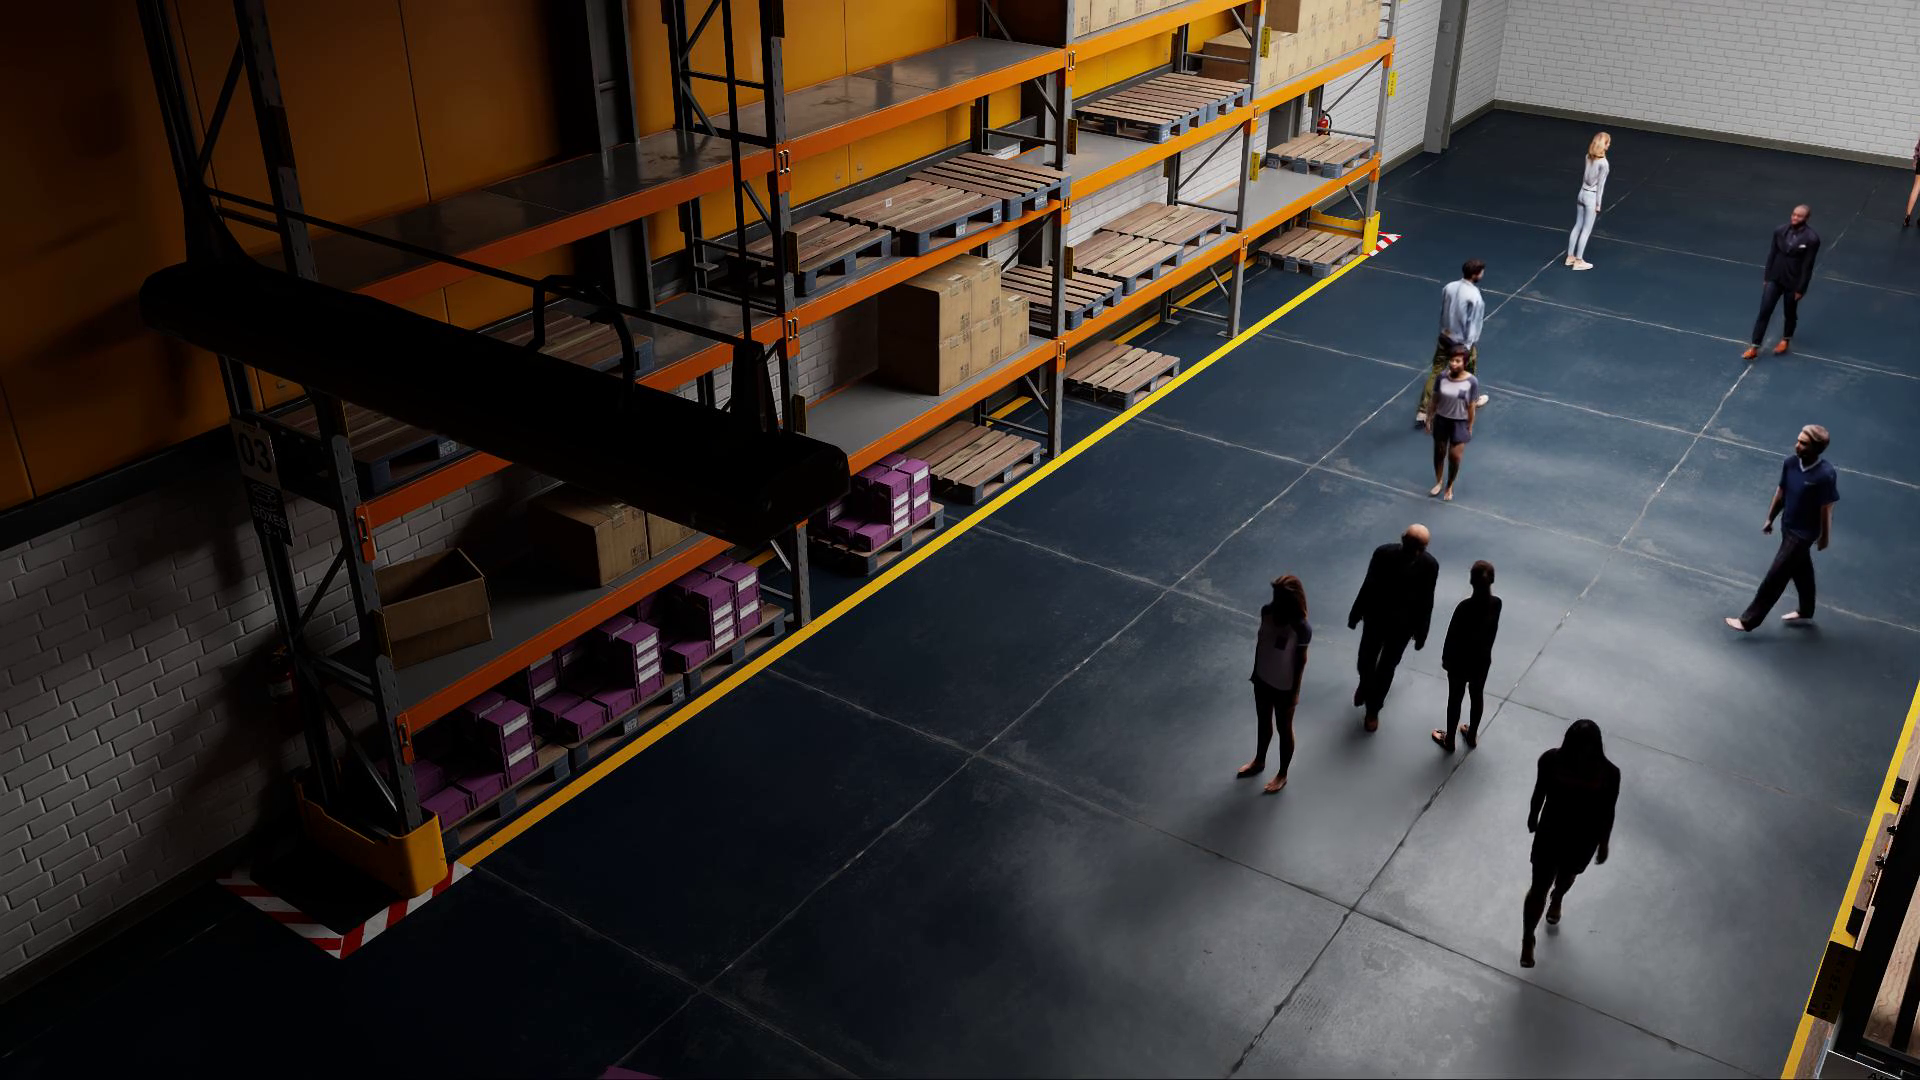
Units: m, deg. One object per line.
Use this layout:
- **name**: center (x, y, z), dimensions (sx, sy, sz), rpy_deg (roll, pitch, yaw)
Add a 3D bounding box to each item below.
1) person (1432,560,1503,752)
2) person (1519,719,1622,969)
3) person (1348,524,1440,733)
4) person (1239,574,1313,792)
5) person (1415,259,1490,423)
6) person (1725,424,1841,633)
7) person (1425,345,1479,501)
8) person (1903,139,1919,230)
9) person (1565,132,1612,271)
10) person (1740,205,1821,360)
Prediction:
- **person**: center (3.757, 0.843, 12.227), dimensions (0.640, 1.555, 0.704), rpy_deg (-6, 29, -11)
- **person**: center (3.791, 1.795, 10.356), dimensions (0.813, 1.676, 1.096), rpy_deg (10, 30, 18)
- **person**: center (3.247, 0.583, 12.480), dimensions (0.851, 1.770, 0.852), rpy_deg (13, 31, 22)
- **person**: center (2.263, 0.985, 11.789), dimensions (0.644, 1.725, 0.656), rpy_deg (-20, 34, -31)
- **person**: center (5.078, -2.020, 17.267), dimensions (1.318, 1.755, 1.060), rpy_deg (-16, 32, -27)
- **person**: center (6.960, -0.074, 13.633), dimensions (1.192, 1.819, 1.124), rpy_deg (-5, 29, -10)
- **person**: center (4.720, -1.154, 15.896), dimensions (0.593, 1.549, 0.583), rpy_deg (16, 33, 27)
- **person**: center (13.468, -5.219, 23.073), dimensions (0.646, 1.812, 0.558), rpy_deg (23, 36, 36)
- **person**: center (8.172, -4.412, 21.609), dimensions (0.703, 1.797, 0.660), rpy_deg (-7, 29, -13)
- **person**: center (9.430, -2.918, 18.893), dimensions (1.224, 1.775, 0.919), rpy_deg (-22, 35, -34)
